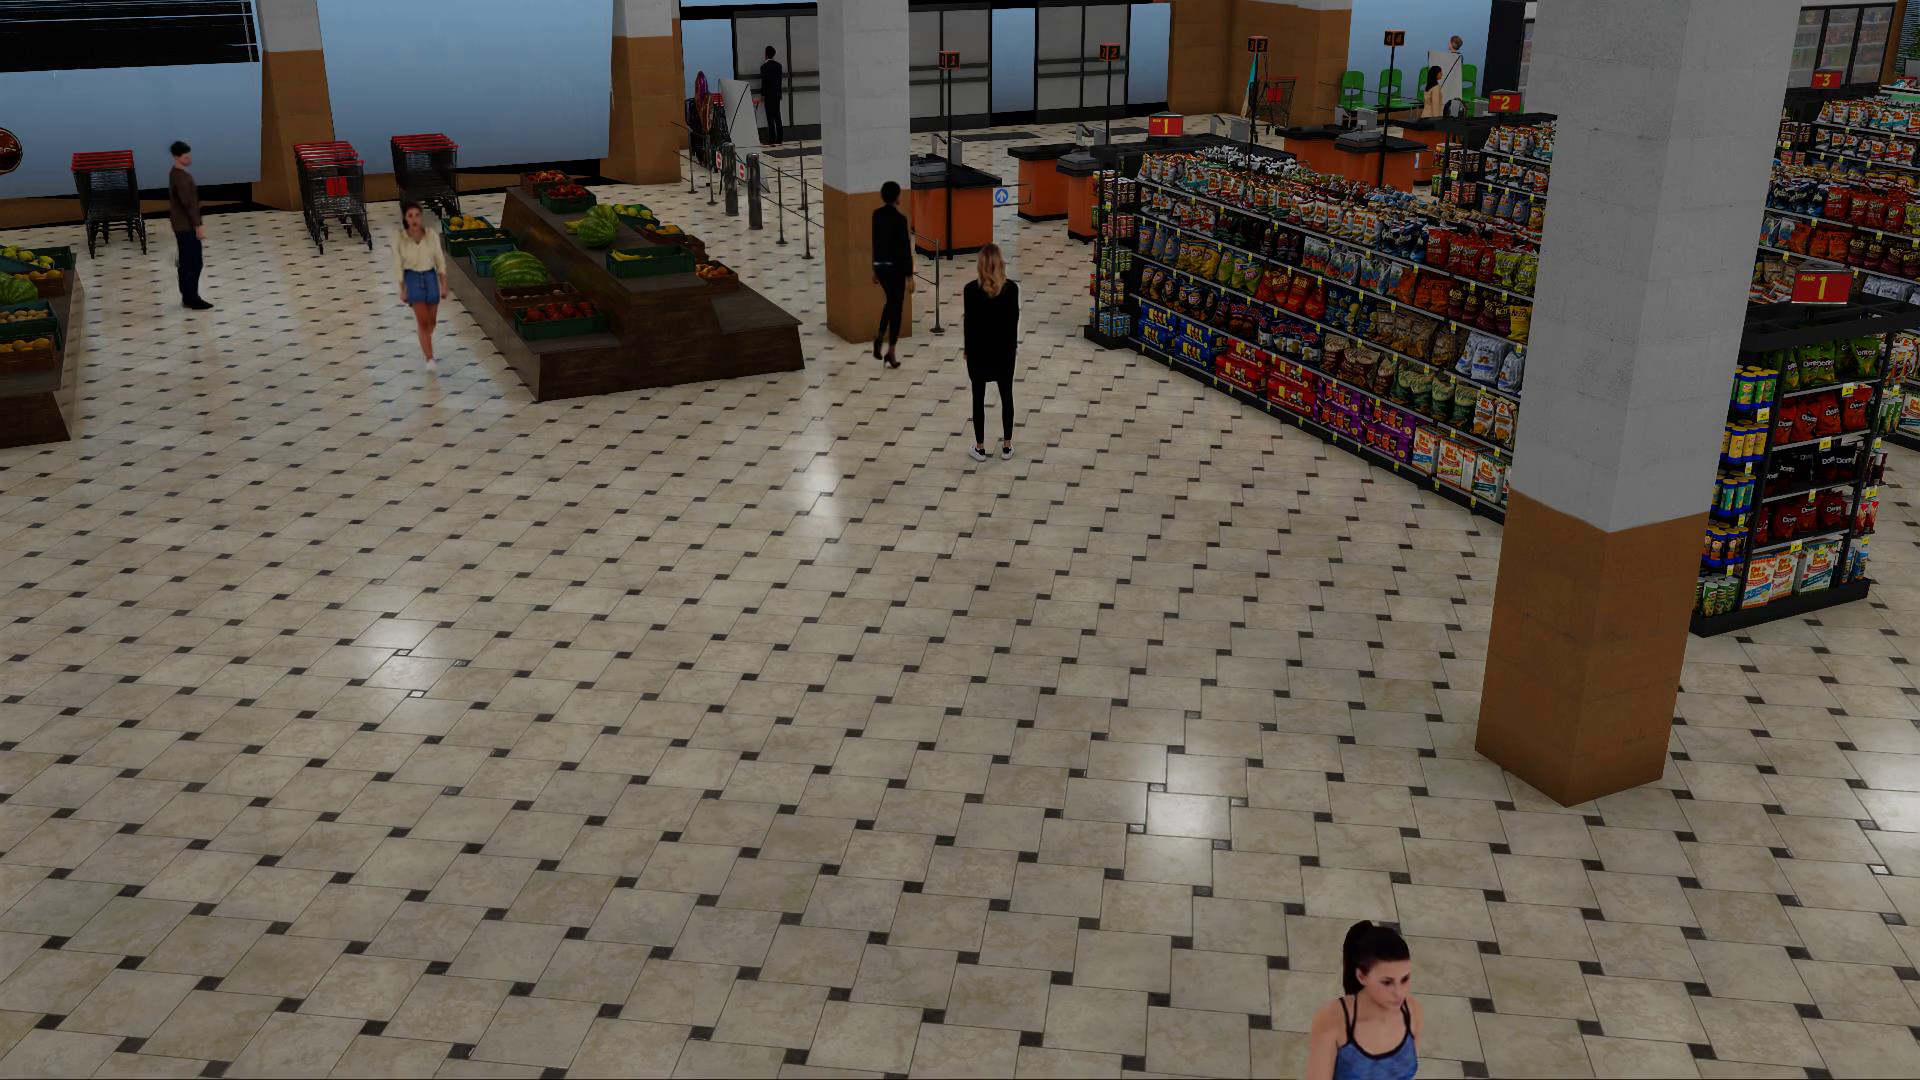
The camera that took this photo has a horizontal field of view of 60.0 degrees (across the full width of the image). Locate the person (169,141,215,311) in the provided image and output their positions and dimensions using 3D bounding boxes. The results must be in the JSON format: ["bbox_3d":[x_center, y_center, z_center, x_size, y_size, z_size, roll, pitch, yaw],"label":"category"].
[{"bbox_3d":[-8.619,-3.492,18.433,0.962,1.859,0.573,-19,29,-39],"label":"person"}]

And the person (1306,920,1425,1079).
[{"bbox_3d":[1.228,1.910,5.375,0.745,1.573,1.106,-4,22,-10],"label":"person"}]

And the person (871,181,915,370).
[{"bbox_3d":[-0.734,-2.534,16.096,0.755,1.825,0.829,18,28,38],"label":"person"}]

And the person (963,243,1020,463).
[{"bbox_3d":[0.251,-1.535,13.643,0.656,1.800,0.597,-3,22,-8],"label":"person"}]

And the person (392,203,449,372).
[{"bbox_3d":[-5.272,-2.488,16.277,0.633,1.605,1.056,-11,24,-25],"label":"person"}]

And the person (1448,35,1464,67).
[{"bbox_3d":[8.796,-8.086,29.850,0.677,1.872,0.728,20,29,40],"label":"person"}]

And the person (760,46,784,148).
[{"bbox_3d":[-3.338,-7.878,29.529,0.682,1.726,0.712,17,27,36],"label":"person"}]

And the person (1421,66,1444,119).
[{"bbox_3d":[7.620,-6.817,26.946,0.765,1.682,0.606,-1,22,-2],"label":"person"}]
